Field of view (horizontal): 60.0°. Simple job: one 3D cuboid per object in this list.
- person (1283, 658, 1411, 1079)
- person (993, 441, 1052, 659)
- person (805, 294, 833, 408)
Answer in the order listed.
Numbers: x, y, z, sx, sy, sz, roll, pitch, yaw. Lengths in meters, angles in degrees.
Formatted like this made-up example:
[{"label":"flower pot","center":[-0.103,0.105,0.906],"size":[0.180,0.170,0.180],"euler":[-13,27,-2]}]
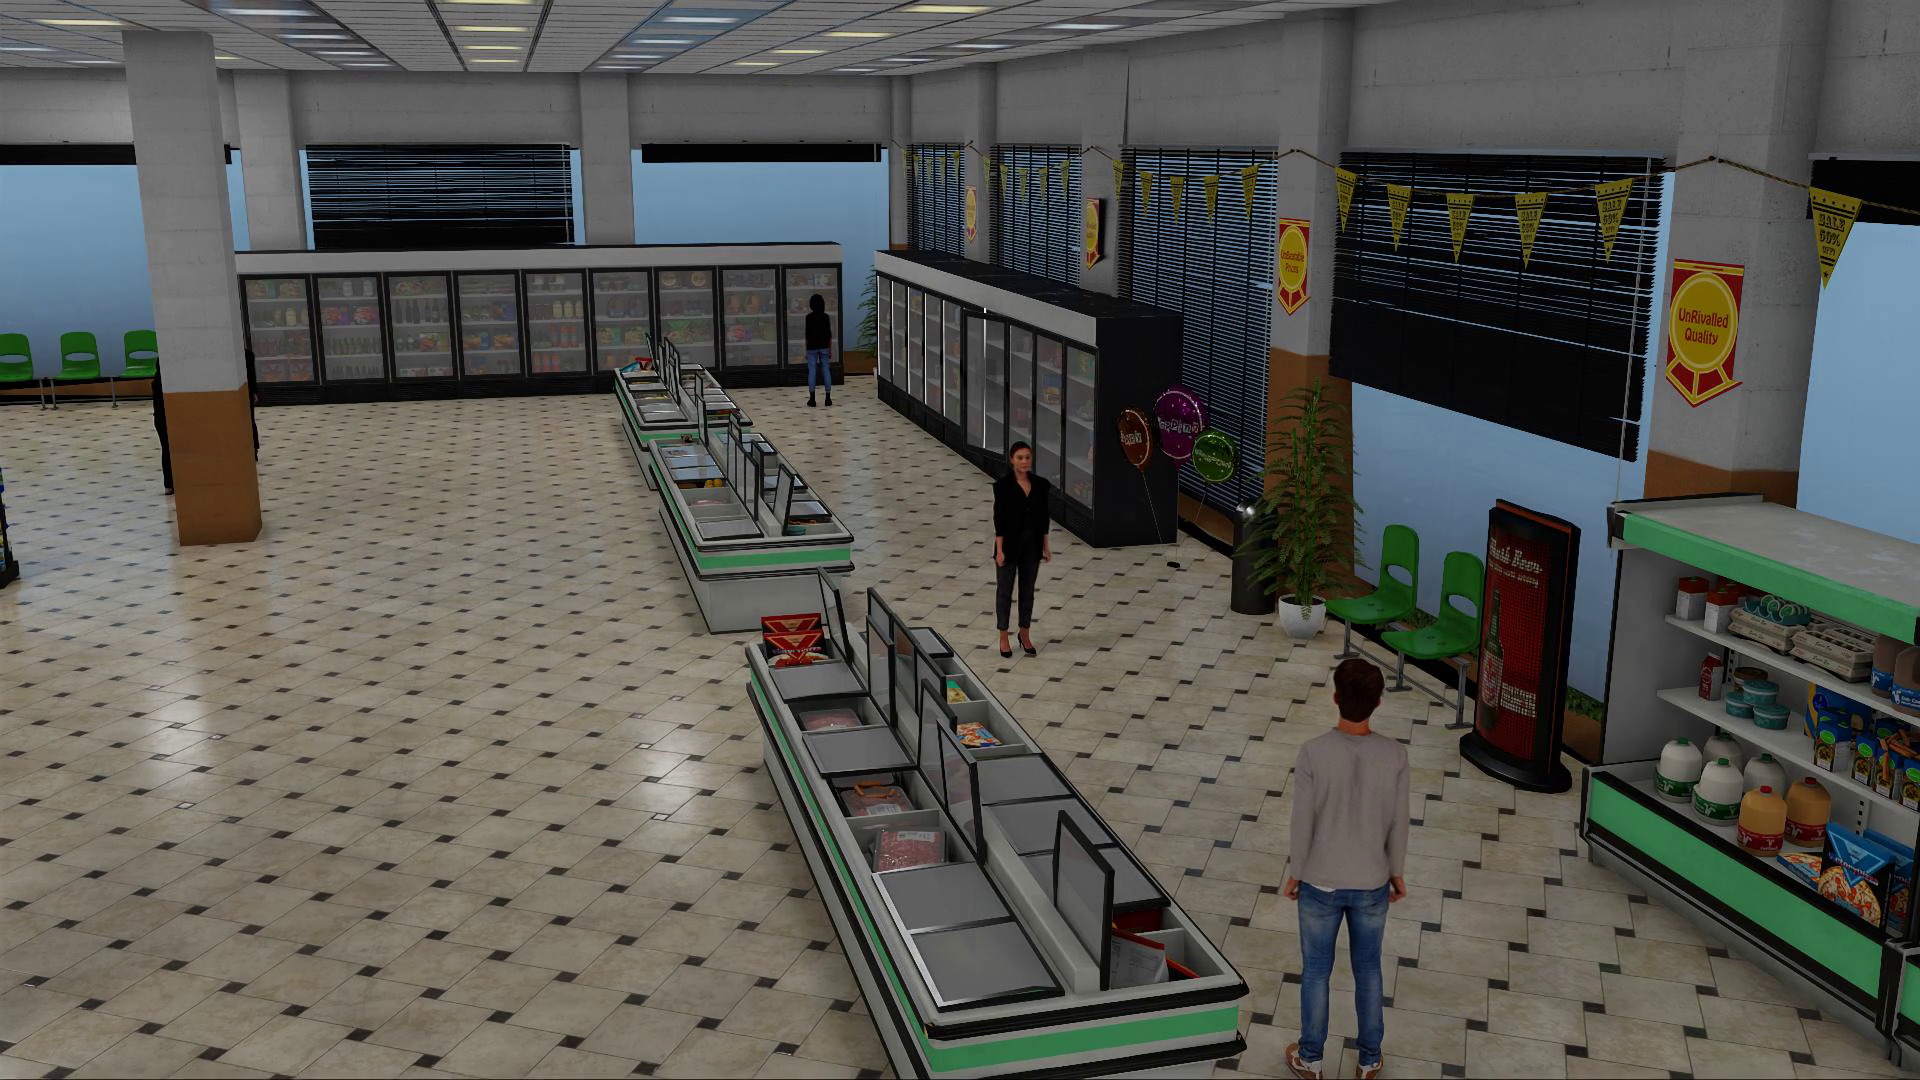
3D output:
[{"label":"person","center":[1.640,1.426,7.069],"size":[0.733,1.904,0.679],"euler":[1,14,2]},{"label":"person","center":[0.463,0.061,13.091],"size":[0.677,1.719,0.614],"euler":[-6,15,-24]},{"label":"person","center":[-2.158,-2.882,25.266],"size":[0.569,1.700,0.531],"euler":[-3,14,-12]}]
